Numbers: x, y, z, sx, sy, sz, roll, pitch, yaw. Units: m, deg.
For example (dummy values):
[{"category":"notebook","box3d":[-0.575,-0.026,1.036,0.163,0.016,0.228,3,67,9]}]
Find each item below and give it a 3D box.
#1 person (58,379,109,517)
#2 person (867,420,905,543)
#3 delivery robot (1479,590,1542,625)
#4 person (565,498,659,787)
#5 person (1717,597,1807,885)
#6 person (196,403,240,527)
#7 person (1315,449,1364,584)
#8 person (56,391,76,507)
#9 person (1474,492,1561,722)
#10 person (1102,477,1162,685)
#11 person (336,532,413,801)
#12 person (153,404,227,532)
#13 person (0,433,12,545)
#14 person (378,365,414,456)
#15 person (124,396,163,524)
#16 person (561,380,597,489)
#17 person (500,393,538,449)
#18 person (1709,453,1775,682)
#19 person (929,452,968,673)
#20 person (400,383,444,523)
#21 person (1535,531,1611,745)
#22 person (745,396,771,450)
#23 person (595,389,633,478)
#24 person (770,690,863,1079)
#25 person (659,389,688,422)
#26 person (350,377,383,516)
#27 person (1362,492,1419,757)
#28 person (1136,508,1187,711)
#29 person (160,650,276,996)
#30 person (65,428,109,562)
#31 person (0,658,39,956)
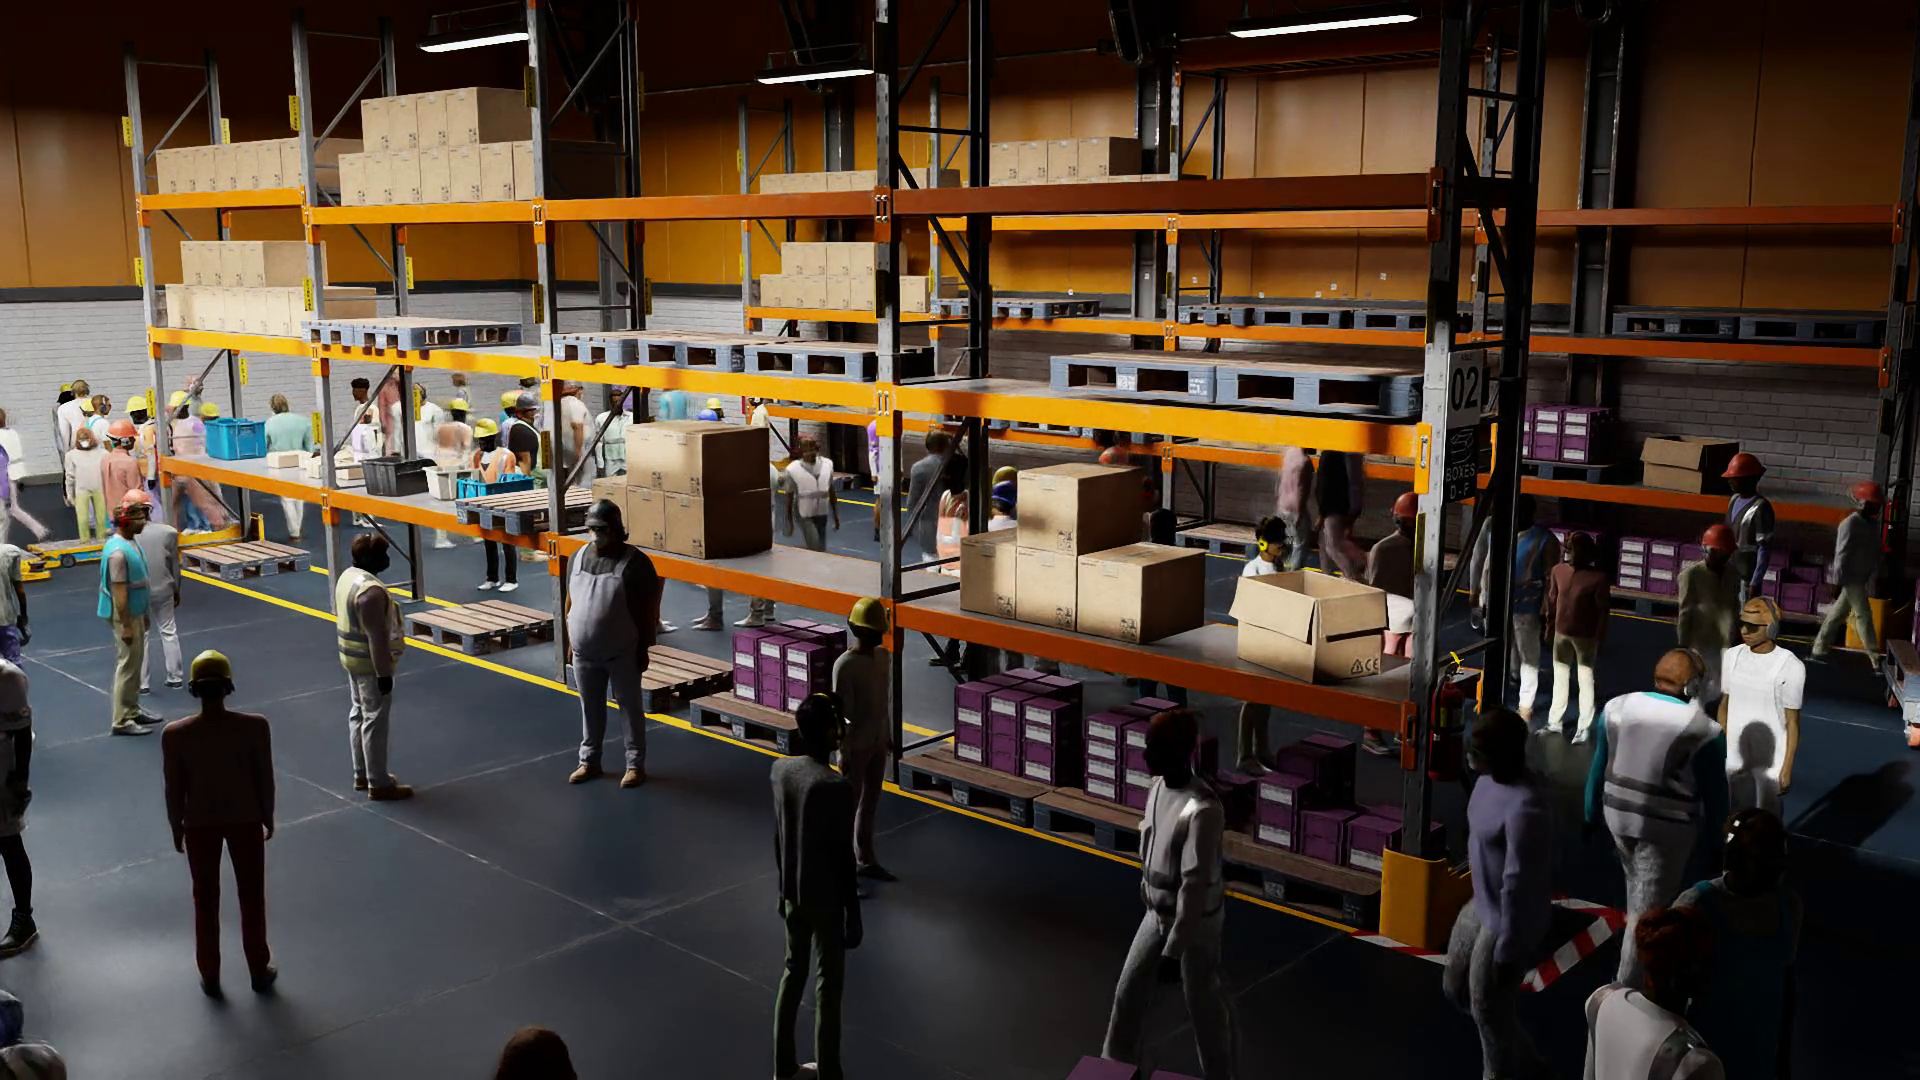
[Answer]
[{"category":"person","box3d":[-12.145,-1.263,23.121,0.632,1.940,0.372,-6,12,-32]},{"category":"person","box3d":[-0.918,-0.916,21.205,0.391,1.924,0.553,9,14,42]},{"category":"delivery robot","box3d":[5.317,0.640,15.993,0.477,0.478,0.707,-3,10,-16]},{"category":"person","box3d":[-2.477,0.719,11.625,0.683,2.000,0.537,3,10,15]},{"category":"person","box3d":[4.472,1.222,9.373,0.356,1.842,0.514,-5,11,-27]},{"category":"person","box3d":[-10.056,-1.011,22.396,0.882,1.676,0.556,1,10,7]},{"category":"person","box3d":[4.036,-0.299,17.647,0.751,1.959,0.634,4,11,22]},{"category":"person","box3d":[-12.959,-1.329,24.200,0.321,1.690,0.537,-7,12,-33]},{"category":"person","box3d":[4.441,0.527,13.288,0.430,1.841,0.624,-8,13,-39]},{"category":"person","box3d":[1.449,0.354,14.317,0.543,1.819,0.618,0,10,1]},{"category":"person","box3d":[-4.026,0.856,11.424,0.429,1.840,0.627,-7,12,-35]},{"category":"person","box3d":[-9.636,-0.796,20.773,0.693,1.850,0.873,10,14,44]},{"category":"person","box3d":[-11.462,-0.502,19.691,0.526,1.632,0.312,3,11,18]},{"category":"person","box3d":[-9.019,-1.888,26.770,0.641,1.901,0.401,-6,12,-32]},{"category":"person","box3d":[-10.199,-0.850,20.875,0.399,1.912,0.592,-7,12,-34]},{"category":"person","box3d":[-5.324,-1.314,23.119,0.543,2.000,0.745,-8,13,-40]},{"category":"person","box3d":[-5.733,-1.019,21.995,0.970,1.870,0.630,6,12,30]},{"category":"person","box3d":[6.615,0.276,14.130,0.390,2.039,0.614,0,10,-2]},{"category":"person","box3d":[-0.032,0.195,14.800,0.361,1.965,0.612,-6,12,-30]},{"category":"person","box3d":[-7.321,-1.177,22.654,0.627,1.934,0.371,2,10,12]},{"category":"person","box3d":[4.683,0.739,12.666,0.285,1.632,0.499,-7,12,-36]},{"category":"person","box3d":[-2.954,-1.387,24.381,0.354,1.738,0.577,-1,10,-7]},{"category":"person","box3d":[-4.488,-1.028,21.849,0.596,1.918,0.379,-5,11,-28]},{"category":"person","box3d":[-0.627,1.576,7.313,0.497,1.860,0.328,8,13,39]},{"category":"person","box3d":[-4.198,-1.492,24.182,0.437,2.021,0.640,5,11,25]},{"category":"person","box3d":[-8.300,-1.305,23.324,0.376,1.959,0.607,-7,12,-36]},{"category":"person","box3d":[3.293,0.620,12.356,0.617,1.984,0.408,-5,11,-27]},{"category":"person","box3d":[1.458,0.714,12.000,0.595,1.918,0.386,5,11,25]},{"category":"person","box3d":[-3.746,1.427,8.457,0.516,1.752,0.374,-3,10,-15]},{"category":"person","box3d":[-10.446,-0.549,19.995,0.516,1.611,0.429,-6,12,-31]},{"category":"person","box3d":[-5.233,1.245,8.860,0.612,1.964,0.364,2,10,11]}]
